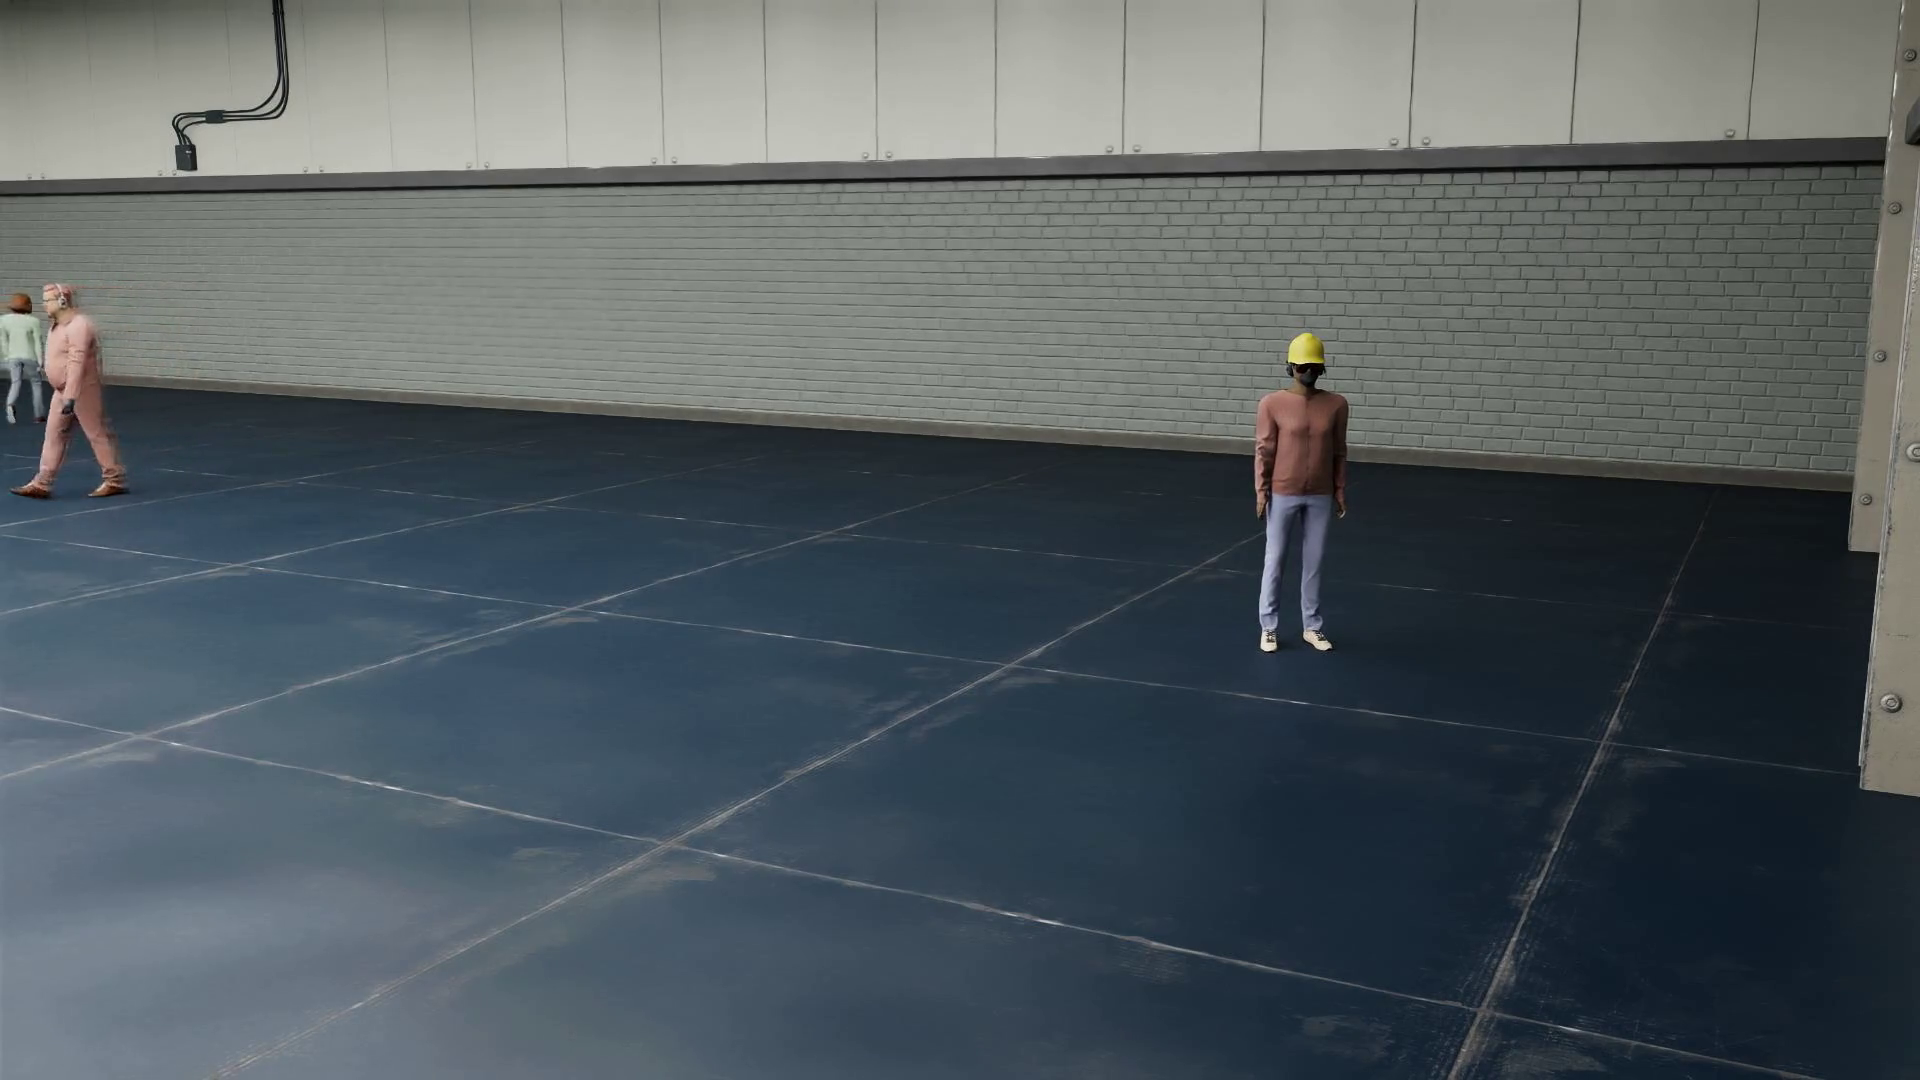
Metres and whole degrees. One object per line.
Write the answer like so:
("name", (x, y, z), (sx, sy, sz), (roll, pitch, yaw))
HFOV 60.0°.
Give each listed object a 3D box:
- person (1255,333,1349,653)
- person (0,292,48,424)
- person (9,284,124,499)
("person", (1.885, -0.252, 9.168), (0.534, 1.767, 0.314), (-1, 10, -8))
("person", (-11.397, -2.199, 20.211), (0.503, 1.609, 0.673), (-1, 10, -7))
("person", (-7.774, -1.263, 14.384), (0.664, 1.864, 0.933), (9, 14, 40))
